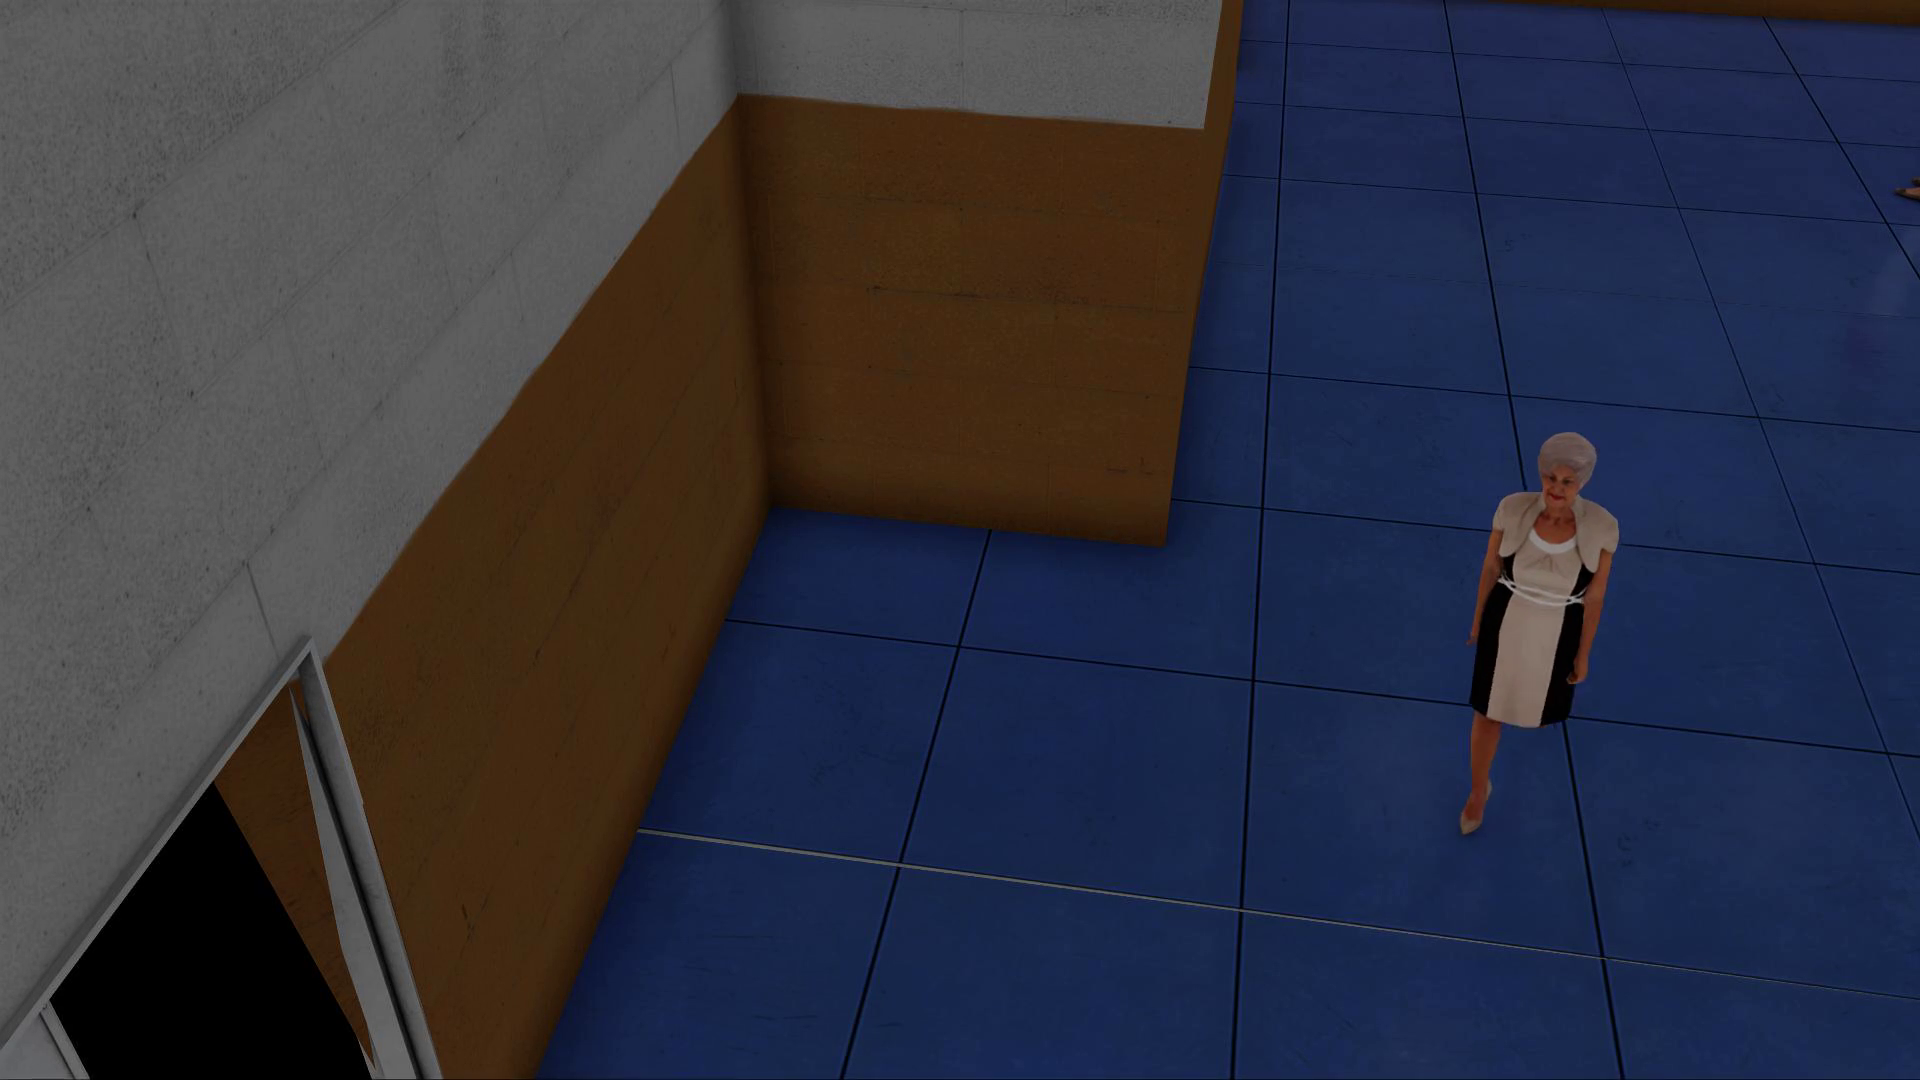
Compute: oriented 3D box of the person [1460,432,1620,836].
[{"bbox_3d":[2.214,0.326,6.375,1.001,1.730,0.833,15,40,20],"label":"person"}]
